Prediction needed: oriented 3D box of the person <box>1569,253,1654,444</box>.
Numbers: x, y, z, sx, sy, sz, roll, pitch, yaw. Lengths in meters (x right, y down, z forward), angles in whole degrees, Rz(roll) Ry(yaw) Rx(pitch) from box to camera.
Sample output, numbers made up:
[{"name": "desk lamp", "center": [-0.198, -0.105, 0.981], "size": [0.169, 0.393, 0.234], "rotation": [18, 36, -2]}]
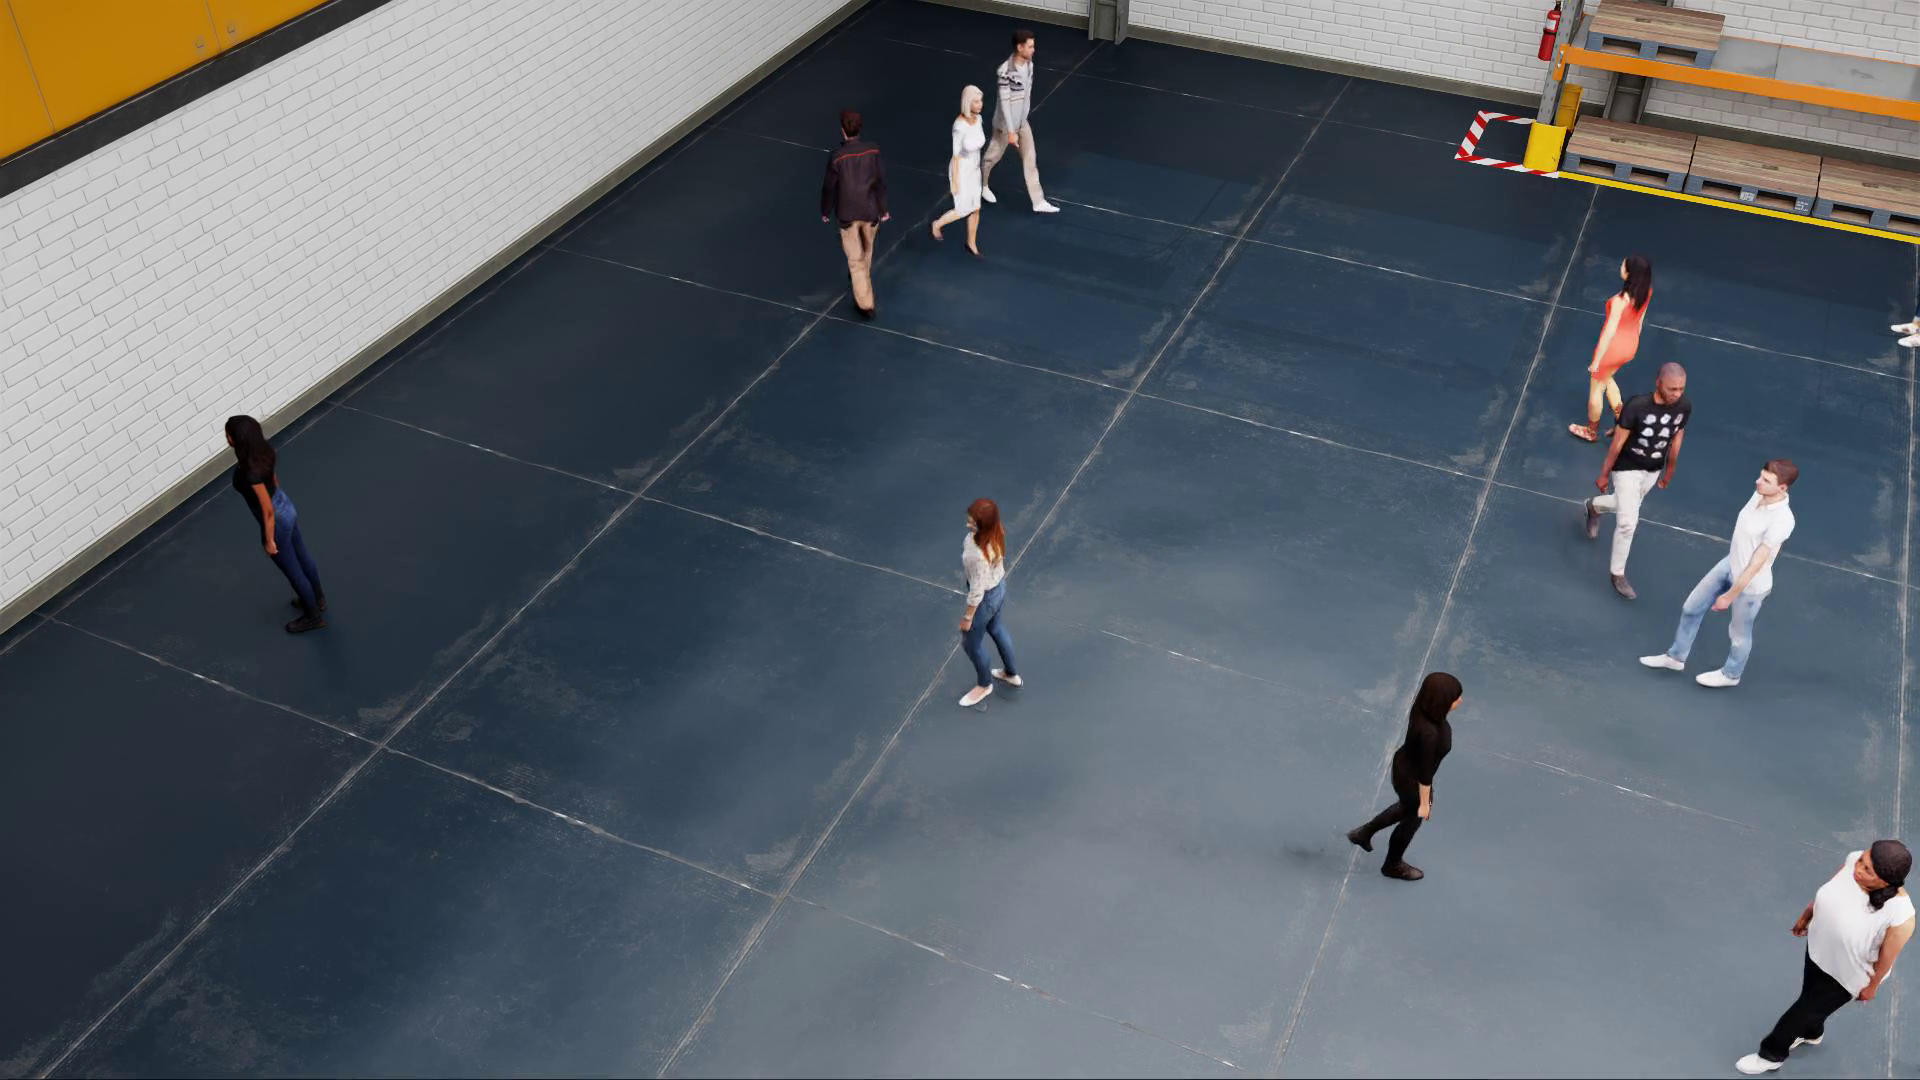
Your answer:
[{"name": "person", "center": [5.187, -1.438, 12.985], "size": [0.766, 1.710, 0.842], "rotation": [-23, 44, -26]}]

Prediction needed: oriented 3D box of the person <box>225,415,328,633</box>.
[{"name": "person", "center": [-4.639, -0.118, 11.311], "size": [0.690, 1.738, 0.663], "rotation": [-4, 39, -5]}]

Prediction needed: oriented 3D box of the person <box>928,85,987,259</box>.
[{"name": "person", "center": [-0.018, -3.420, 15.452], "size": [0.851, 1.728, 0.642], "rotation": [18, 42, 21]}]

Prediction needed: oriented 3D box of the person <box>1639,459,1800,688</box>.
[{"name": "person", "center": [5.167, 0.255, 10.766], "size": [0.987, 1.834, 0.860], "rotation": [0, 39, -1]}]

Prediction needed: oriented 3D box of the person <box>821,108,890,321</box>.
[{"name": "person", "center": [-0.867, -2.793, 14.528], "size": [1.068, 1.903, 1.157], "rotation": [-17, 42, -20]}]

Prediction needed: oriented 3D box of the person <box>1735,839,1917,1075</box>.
[{"name": "person", "center": [4.588, 2.127, 8.551], "size": [0.943, 1.672, 0.854], "rotation": [-2, 39, -2]}]

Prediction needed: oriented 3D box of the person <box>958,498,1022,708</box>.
[{"name": "person", "center": [0.177, 0.372, 10.721], "size": [0.668, 1.707, 0.690], "rotation": [20, 43, 23]}]

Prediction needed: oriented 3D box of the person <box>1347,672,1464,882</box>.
[{"name": "person", "center": [2.533, 1.353, 9.557], "size": [0.787, 1.628, 0.697], "rotation": [5, 39, 6]}]

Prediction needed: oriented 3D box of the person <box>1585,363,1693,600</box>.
[{"name": "person", "center": [4.767, -0.544, 11.817], "size": [1.226, 1.771, 1.171], "rotation": [-6, 39, -8]}]

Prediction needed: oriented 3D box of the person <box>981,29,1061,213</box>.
[{"name": "person", "center": [0.429, -4.078, 16.220], "size": [1.328, 1.798, 0.988], "rotation": [32, 48, 33]}]
